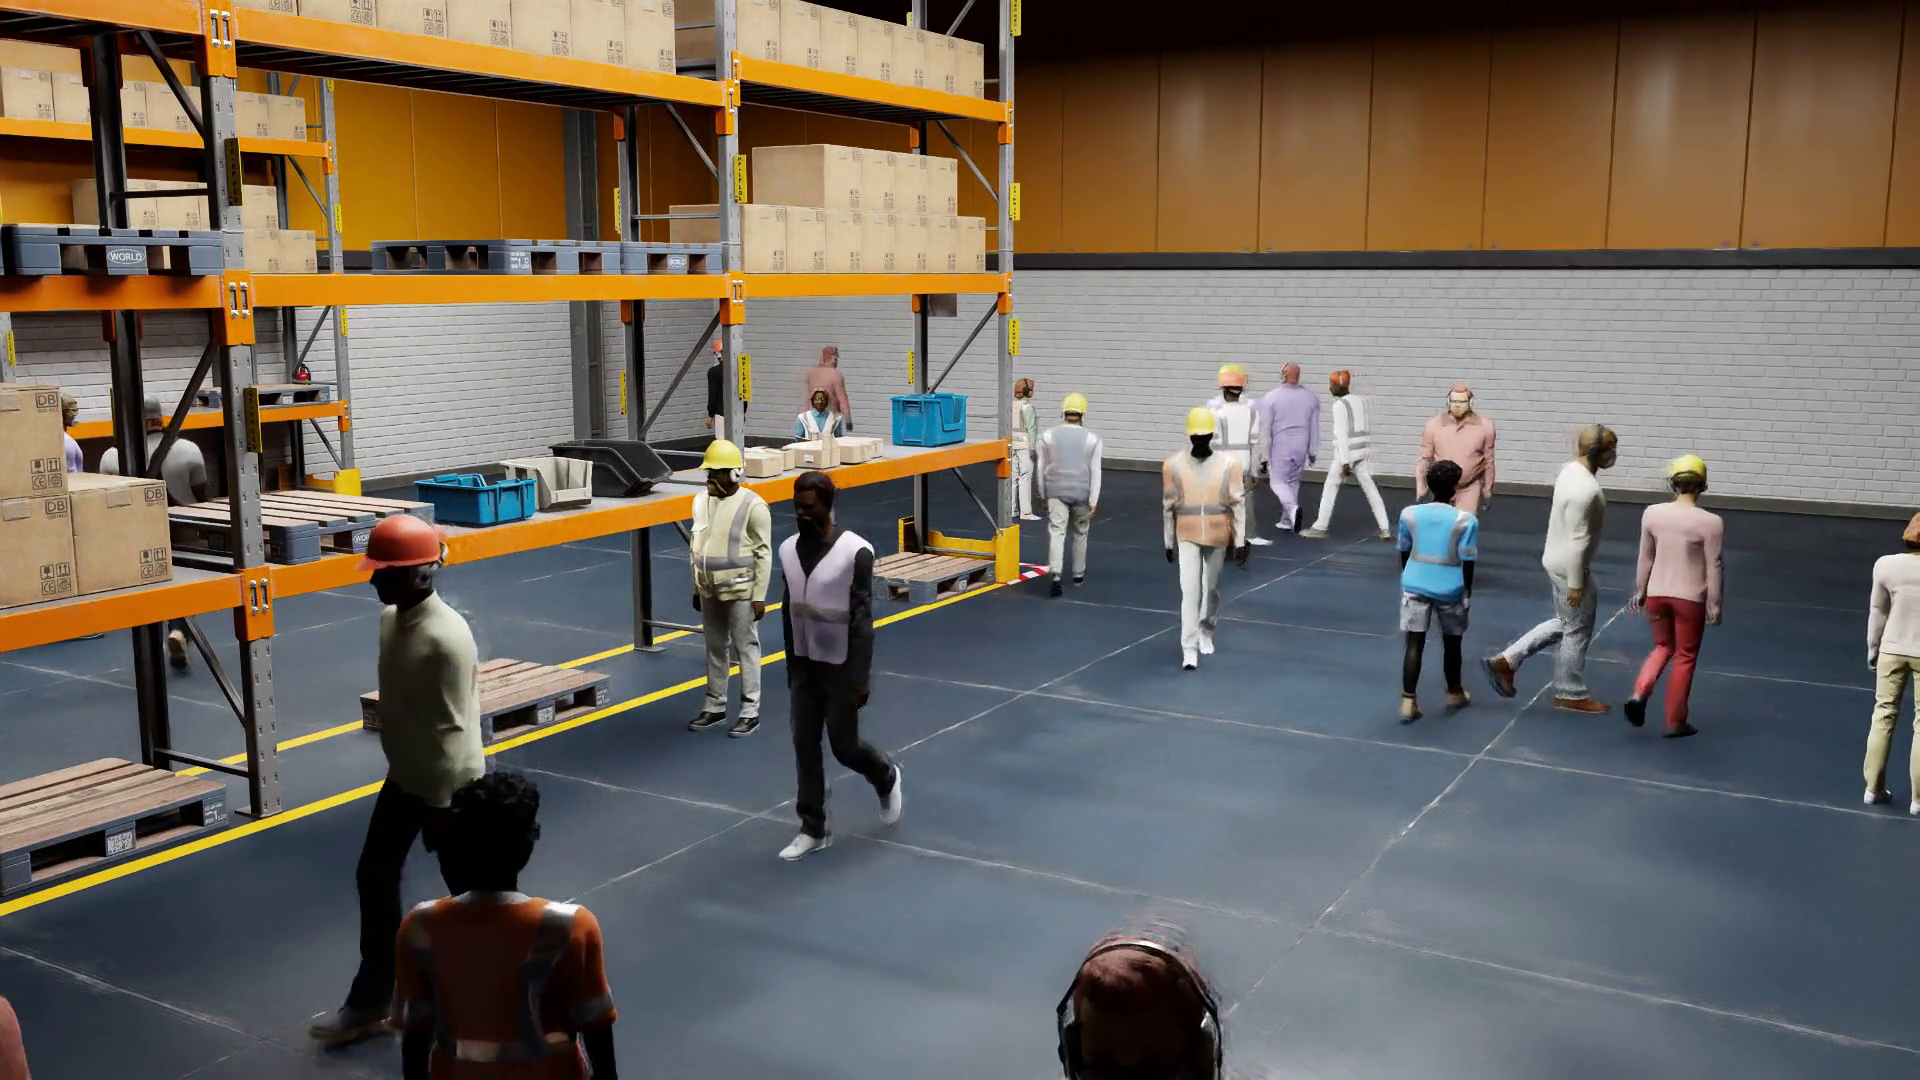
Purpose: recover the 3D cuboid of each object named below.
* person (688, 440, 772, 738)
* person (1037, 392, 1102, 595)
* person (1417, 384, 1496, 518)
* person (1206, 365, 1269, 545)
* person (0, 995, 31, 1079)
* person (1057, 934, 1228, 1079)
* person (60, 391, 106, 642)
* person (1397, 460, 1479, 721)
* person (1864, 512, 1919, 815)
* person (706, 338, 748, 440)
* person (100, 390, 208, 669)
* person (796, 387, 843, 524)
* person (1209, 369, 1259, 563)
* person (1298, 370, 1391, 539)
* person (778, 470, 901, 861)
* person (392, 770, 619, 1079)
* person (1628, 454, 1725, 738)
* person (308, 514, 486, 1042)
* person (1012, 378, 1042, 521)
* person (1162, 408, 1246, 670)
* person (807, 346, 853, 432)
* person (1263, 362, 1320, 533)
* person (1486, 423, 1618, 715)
[{"bbox_3d":[-1.431,0.295,10.226,0.592,1.834,0.404,6,11,33],"label":"person"},{"bbox_3d":[0.969,-0.416,14.809,0.581,1.797,0.897,1,9,6],"label":"person"},{"bbox_3d":[4.452,-0.477,14.944,0.658,1.871,0.951,4,10,22],"label":"person"},{"bbox_3d":[2.844,-0.878,17.390,0.885,1.887,0.439,1,9,8],"label":"person"},{"bbox_3d":[-1.978,1.389,3.047,0.643,1.957,1.017,2,9,13],"label":"person"},{"bbox_3d":[0.288,1.492,2.571,0.652,1.888,0.725,1,9,6],"label":"person"},{"bbox_3d":[-6.951,-0.184,12.894,0.635,1.936,0.353,9,13,44],"label":"person"},{"bbox_3d":[3.051,0.310,10.632,0.540,1.660,0.764,6,11,31],"label":"person"},{"bbox_3d":[5.044,0.631,8.771,0.272,1.627,0.502,-8,12,-39],"label":"person"},{"bbox_3d":[-3.097,-1.676,22.049,0.611,1.987,0.392,-8,12,-41],"label":"person"},{"bbox_3d":[-5.793,-0.093,12.002,0.682,2.000,0.857,-3,10,-18],"label":"person"},{"bbox_3d":[-1.491,-0.803,17.676,0.513,1.642,0.313,-2,9,-13],"label":"person"},{"bbox_3d":[2.689,-0.702,16.221,0.544,1.913,0.775,-4,10,-21],"label":"person"},{"bbox_3d":[4.187,-0.896,17.729,0.949,1.827,0.644,8,12,41],"label":"person"},{"bbox_3d":[-0.616,0.591,8.174,0.615,1.900,0.680,7,11,37],"label":"person"},{"bbox_3d":[-1.101,1.382,3.992,0.531,1.659,0.869,3,9,16],"label":"person"},{"bbox_3d":[4.369,0.352,10.129,0.433,1.743,0.549,-6,11,-35],"label":"person"},{"bbox_3d":[-2.057,0.893,6.064,0.654,1.964,0.836,9,13,44],"label":"person"},{"bbox_3d":[0.734,-1.042,19.179,0.310,1.639,0.519,-4,10,-25],"label":"person"},{"bbox_3d":[1.766,-0.028,12.109,0.607,1.878,0.984,1,9,7],"label":"person"},{"bbox_3d":[-1.648,-1.630,22.100,0.865,1.869,0.662,-7,12,-39],"label":"person"},{"bbox_3d":[3.609,-1.001,18.148,0.652,1.885,0.764,-2,9,-14],"label":"person"},{"bbox_3d":[3.835,0.191,10.660,0.698,1.907,0.653,3,9,16],"label":"person"}]
